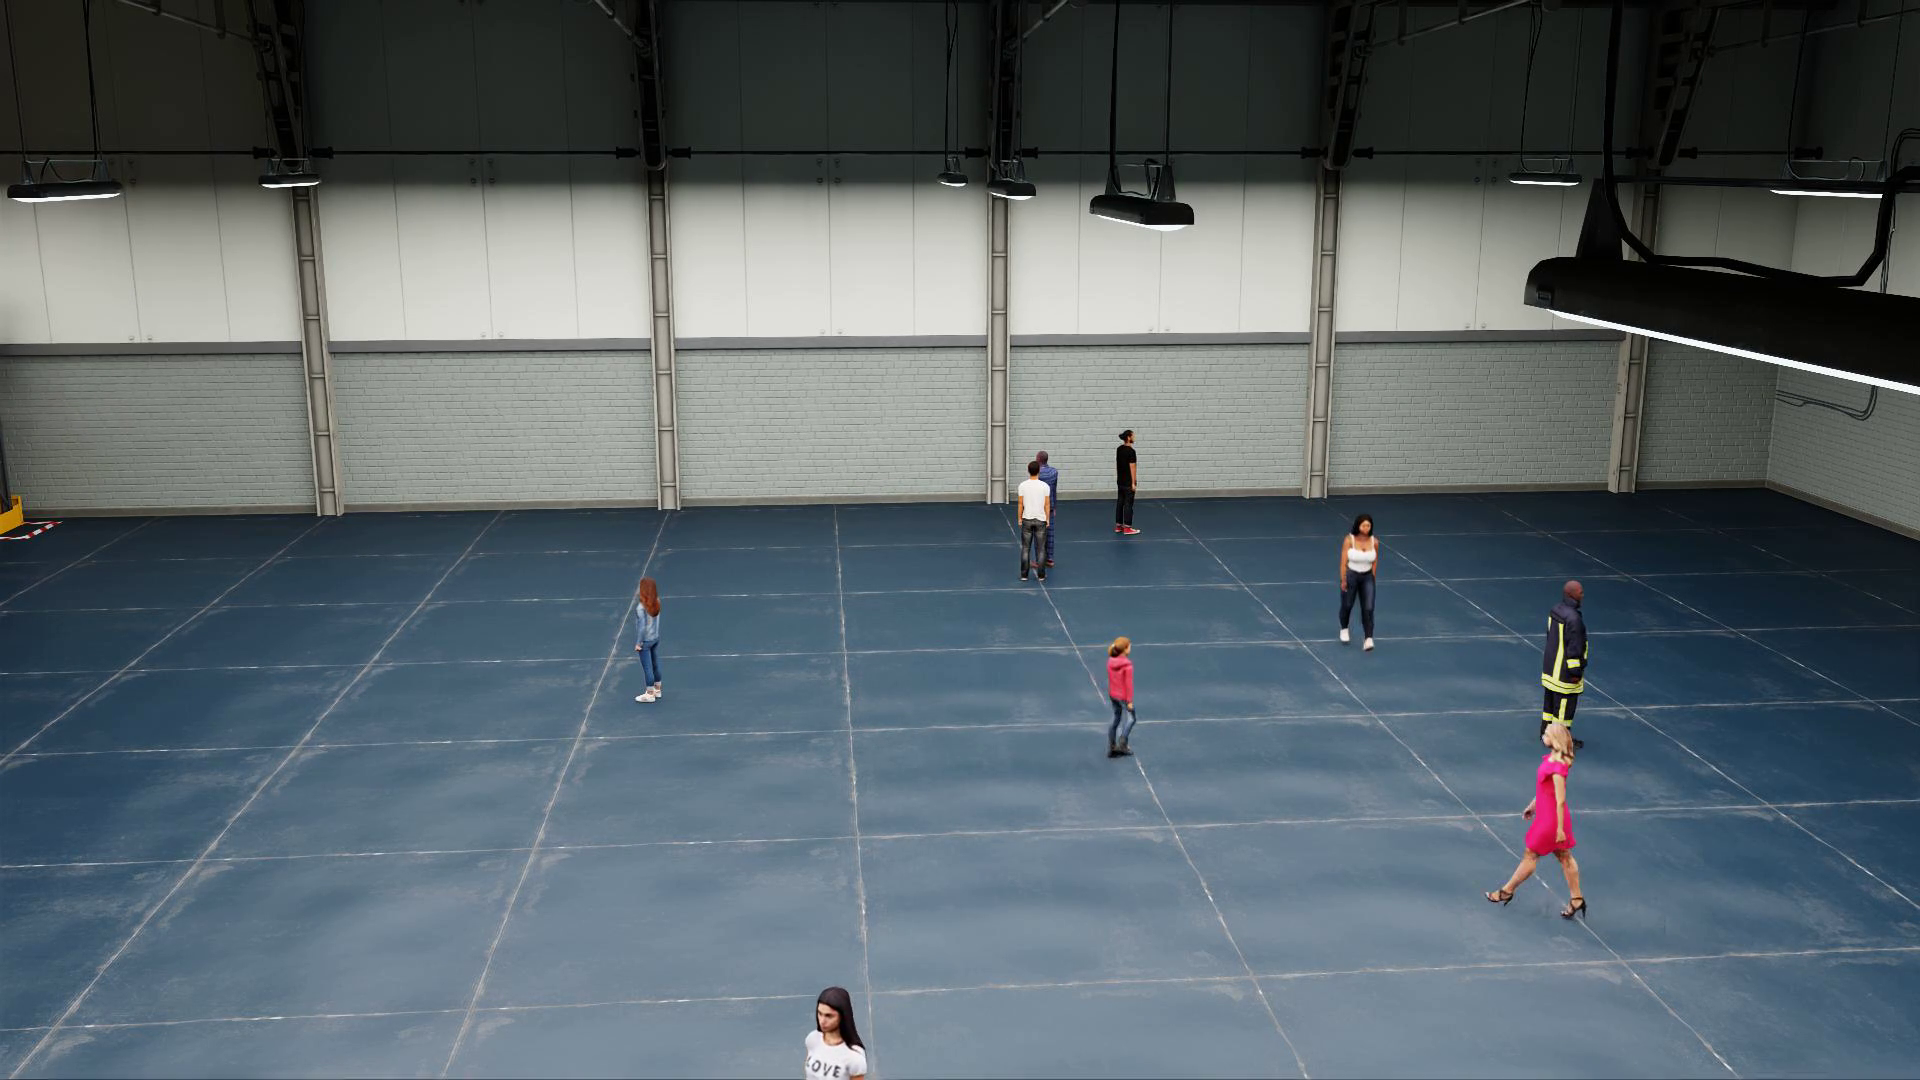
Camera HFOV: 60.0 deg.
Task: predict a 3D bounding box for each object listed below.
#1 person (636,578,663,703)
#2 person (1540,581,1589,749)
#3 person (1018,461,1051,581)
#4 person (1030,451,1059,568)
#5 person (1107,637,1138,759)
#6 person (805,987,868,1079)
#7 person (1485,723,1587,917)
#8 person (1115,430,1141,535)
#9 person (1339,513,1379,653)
[{"bbox_3d":[-3.644,1.158,19.480,0.634,1.477,0.632,5,14,20],"label":"person"},{"bbox_3d":[6.544,1.322,18.006,0.635,1.822,0.728,-1,13,-4],"label":"person"},{"bbox_3d":[1.110,-0.293,25.024,0.531,1.801,0.723,1,13,6],"label":"person"},{"bbox_3d":[1.300,-0.491,25.843,0.696,1.817,0.810,-8,16,-32],"label":"person"},{"bbox_3d":[1.653,1.682,17.591,0.642,1.308,0.615,-9,16,-34],"label":"person"},{"bbox_3d":[-0.648,3.347,9.468,1.151,1.729,1.129,8,15,32],"label":"person"},{"bbox_3d":[5.030,2.352,13.844,1.113,1.692,0.886,5,14,22],"label":"person"},{"bbox_3d":[2.814,-0.988,28.129,0.683,1.756,0.697,-7,15,-29],"label":"person"},{"bbox_3d":[5.109,0.536,21.548,1.137,1.755,0.797,0,13,2],"label":"person"}]
